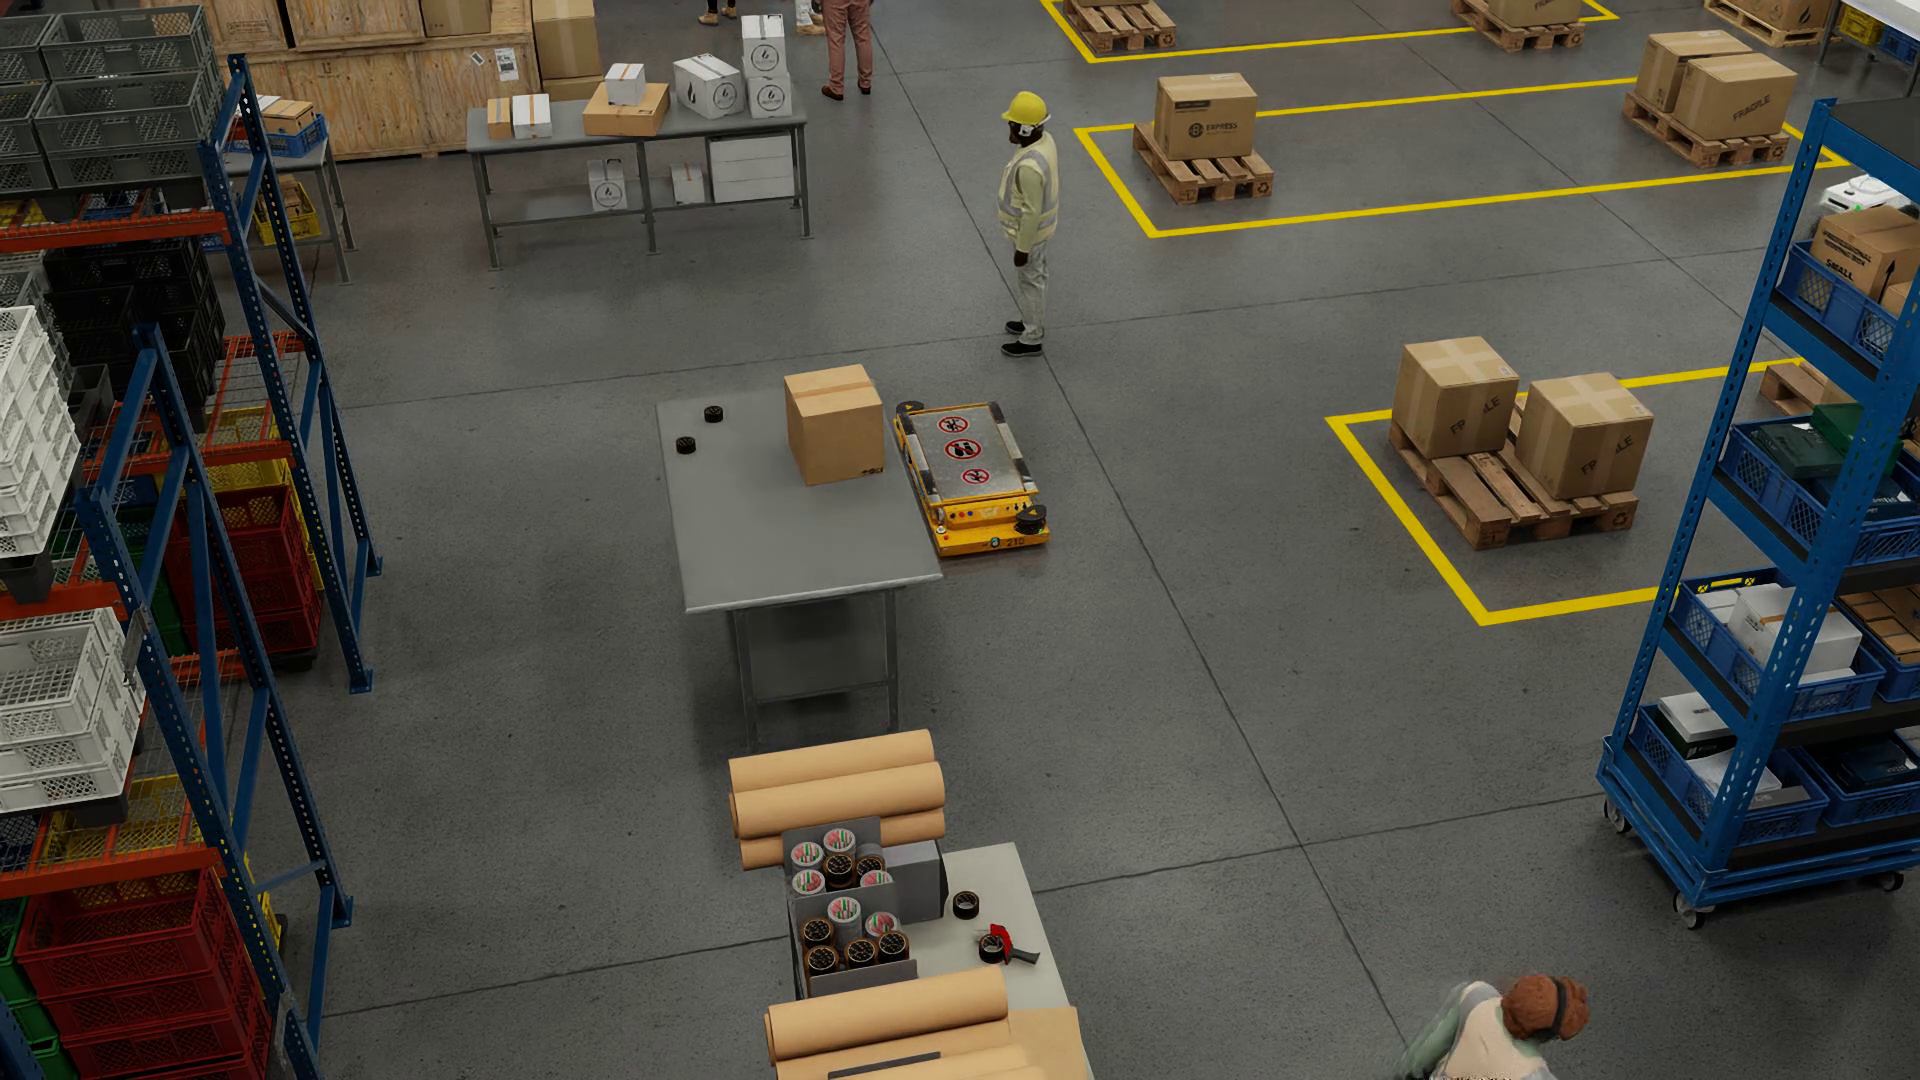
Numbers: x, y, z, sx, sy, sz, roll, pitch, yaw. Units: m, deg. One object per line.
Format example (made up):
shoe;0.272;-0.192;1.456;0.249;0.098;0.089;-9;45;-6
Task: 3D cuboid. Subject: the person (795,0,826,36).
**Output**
person;-1.478;-5.844;16.087;0.428;1.836;0.627;0;37;-1

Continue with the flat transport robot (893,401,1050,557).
flat transport robot;0.046;-0.430;10.108;0.652;0.197;1.431;-8;37;-10

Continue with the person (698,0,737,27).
person;-2.442;-5.916;16.294;0.320;1.698;0.531;30;46;34

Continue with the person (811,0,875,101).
person;-1.031;-4.863;14.707;0.642;1.909;0.409;-17;40;-22

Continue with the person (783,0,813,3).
person;-1.630;-6.349;16.753;0.532;1.853;0.360;29;45;33

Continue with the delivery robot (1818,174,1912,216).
delivery robot;6.954;-2.621;12.741;0.707;0.478;0.477;-18;40;-23

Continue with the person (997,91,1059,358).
person;0.445;-2.082;11.029;0.404;1.834;0.591;6;37;8

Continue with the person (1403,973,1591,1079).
person;1.808;2.010;5.721;0.831;1.583;0.561;-8;37;-11
